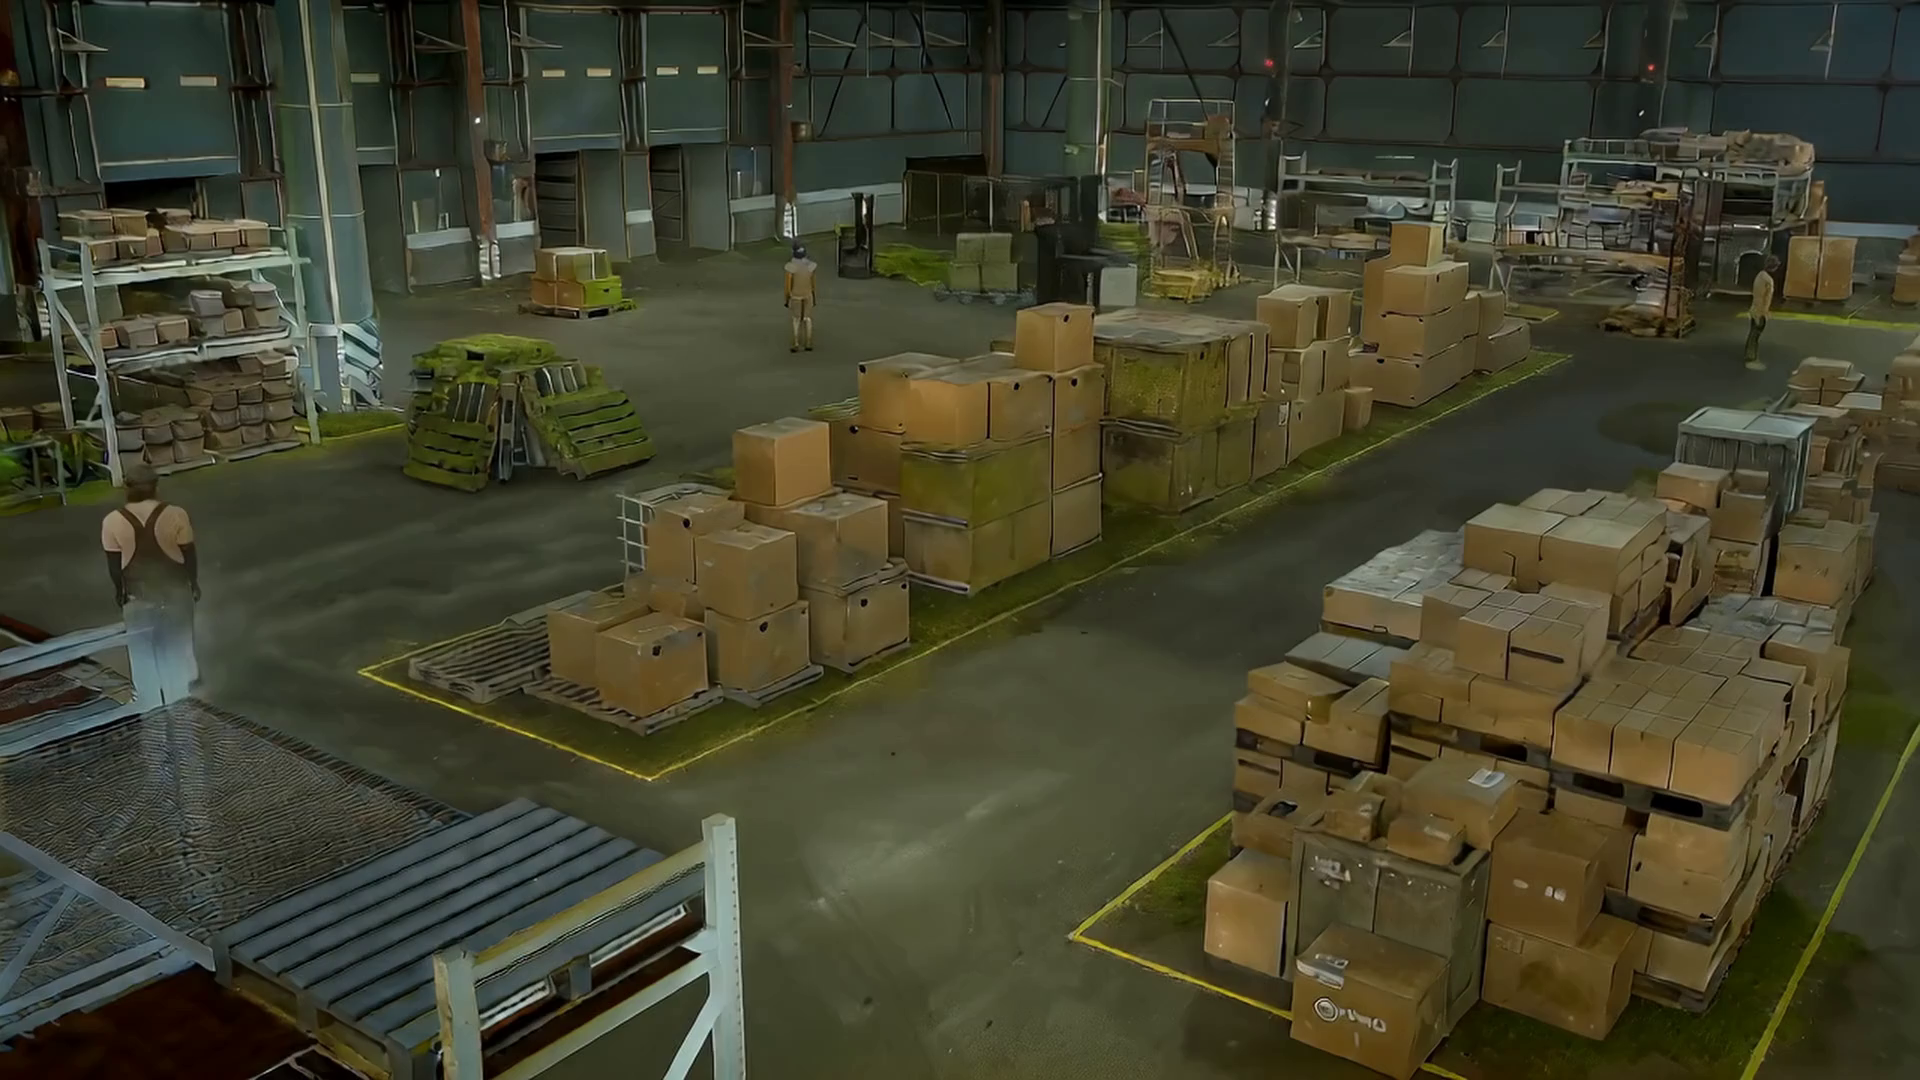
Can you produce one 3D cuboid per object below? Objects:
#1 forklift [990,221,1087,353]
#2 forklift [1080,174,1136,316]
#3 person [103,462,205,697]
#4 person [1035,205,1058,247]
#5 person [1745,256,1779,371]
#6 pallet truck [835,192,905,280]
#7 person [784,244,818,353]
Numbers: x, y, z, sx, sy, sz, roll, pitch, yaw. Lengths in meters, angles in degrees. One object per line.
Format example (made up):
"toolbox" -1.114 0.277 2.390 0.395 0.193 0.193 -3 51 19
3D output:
"forklift" 1.460 -3.273 24.613 1.873 2.768 1.129 12 21 35
"forklift" 2.567 -5.825 33.062 1.873 2.768 1.129 1 17 2
"person" -6.818 0.324 14.132 0.685 2.000 0.535 -5 17 -15
"person" 2.032 -6.990 38.970 0.545 1.682 0.518 6 18 18
"person" 13.533 -3.835 28.087 0.371 1.934 0.627 9 19 26
"pallet truck" -1.936 -7.159 38.982 1.885 1.965 0.823 -12 21 -34
"person" -2.837 -4.310 29.678 0.636 1.928 0.384 -9 19 -27
